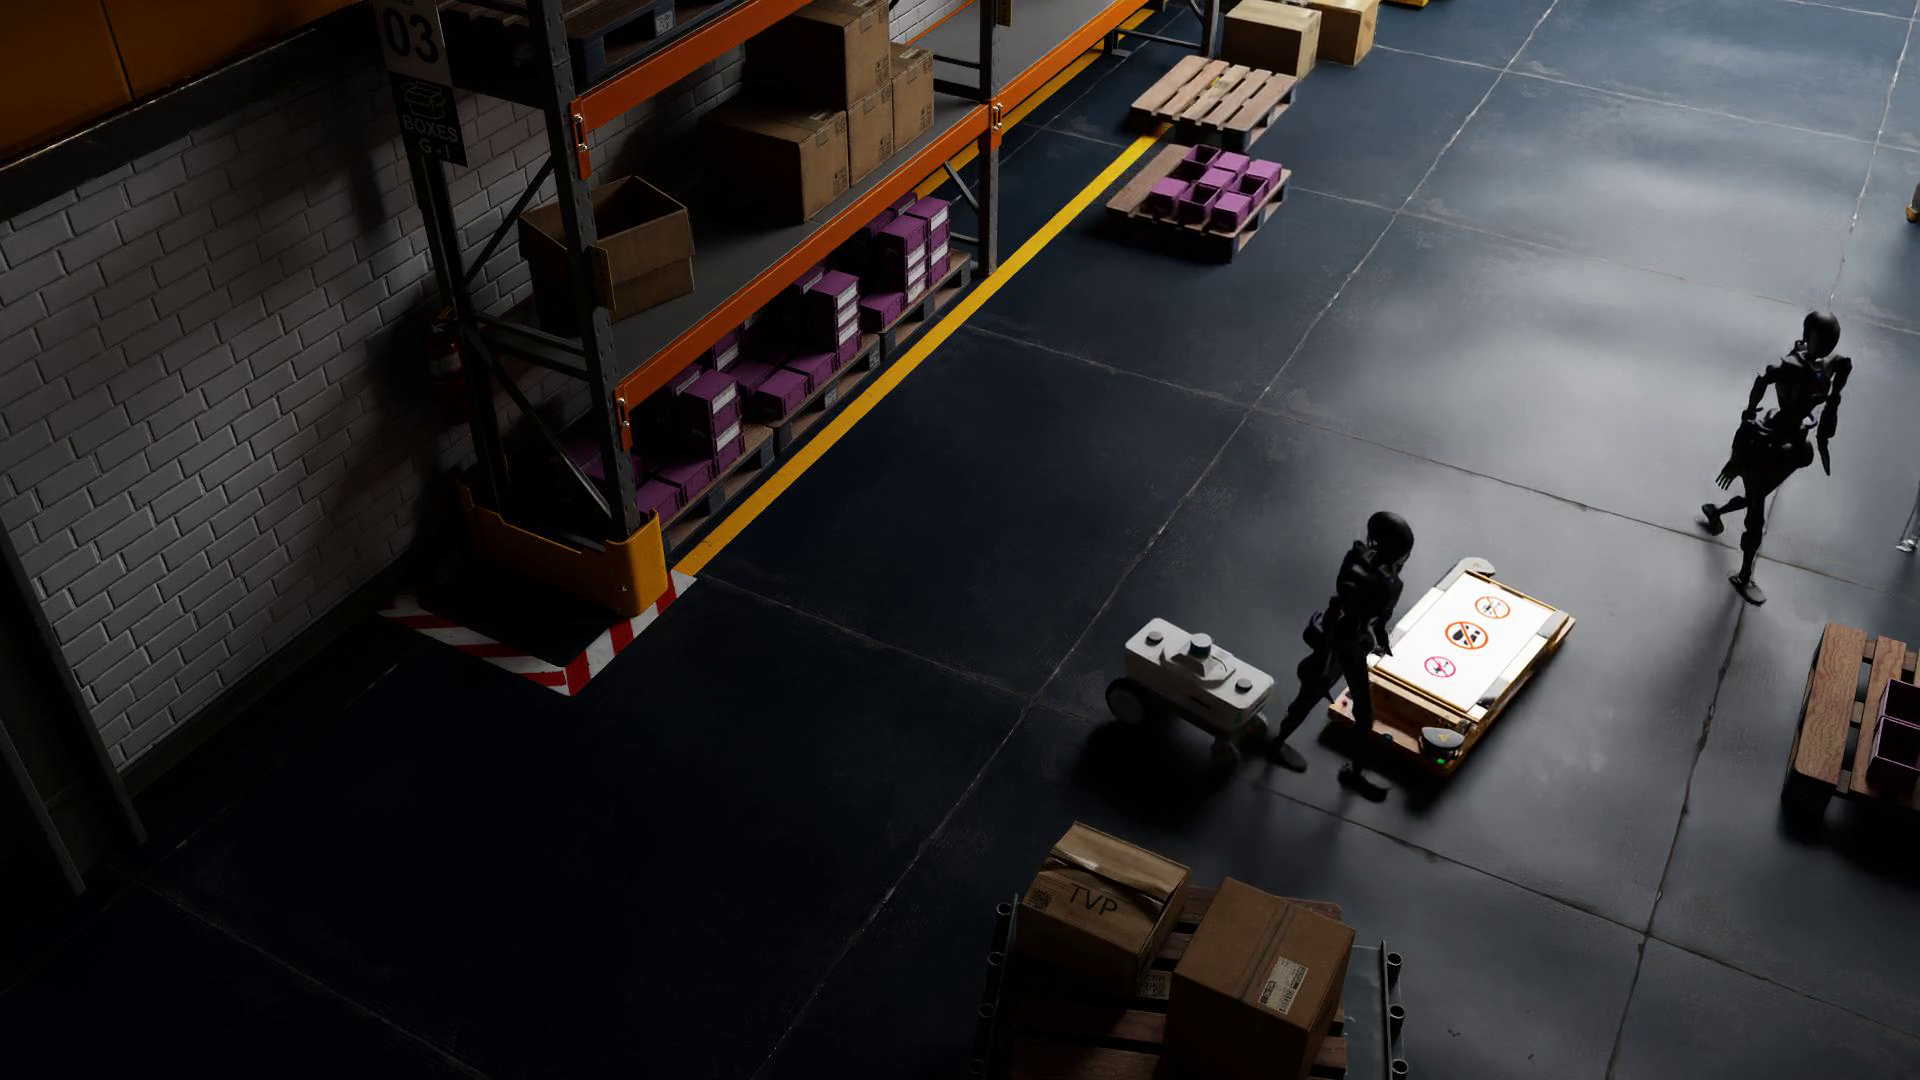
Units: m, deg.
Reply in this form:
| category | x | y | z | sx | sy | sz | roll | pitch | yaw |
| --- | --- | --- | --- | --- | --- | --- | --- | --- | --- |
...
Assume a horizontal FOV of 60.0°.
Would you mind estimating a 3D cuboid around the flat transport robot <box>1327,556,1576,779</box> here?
| category | x | y | z | sx | sy | sz | roll | pitch | yaw |
| --- | --- | --- | --- | --- | --- | --- | --- | --- | --- |
| flat transport robot | 2.525 | 0.612 | 8.454 | 0.659 | 0.231 | 1.431 | 28 | 46 | 30 |

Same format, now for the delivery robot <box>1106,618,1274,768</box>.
| category | x | y | z | sx | sy | sz | roll | pitch | yaw |
| --- | --- | --- | --- | --- | --- | --- | --- | --- | --- |
| delivery robot | 1.141 | 0.699 | 8.109 | 0.777 | 0.585 | 0.499 | 28 | 46 | 30 |

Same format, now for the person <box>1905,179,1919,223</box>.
| category | x | y | z | sx | sy | sz | roll | pitch | yaw |
| --- | --- | --- | --- | --- | --- | --- | --- | --- | --- |
| person | 7.233 | -3.119 | 11.818 | 0.572 | 1.897 | 0.371 | 25 | 45 | 28 |

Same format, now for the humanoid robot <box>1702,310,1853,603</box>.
| category | x | y | z | sx | sy | sz | roll | pitch | yaw |
| --- | --- | --- | --- | --- | --- | --- | --- | --- | --- |
| humanoid robot | 4.309 | -0.518 | 8.795 | 0.612 | 1.652 | 0.776 | -8 | 39 | -9 |

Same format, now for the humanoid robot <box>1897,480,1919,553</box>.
| category | x | y | z | sx | sy | sz | roll | pitch | yaw |
| --- | --- | --- | --- | --- | --- | --- | --- | --- | --- |
| humanoid robot | 5.565 | -0.639 | 8.881 | 0.568 | 1.799 | 0.807 | 15 | 41 | 18 |

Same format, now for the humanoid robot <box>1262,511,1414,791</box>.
| category | x | y | z | sx | sy | sz | roll | pitch | yaw |
| --- | --- | --- | --- | --- | --- | --- | --- | --- | --- |
| humanoid robot | 1.733 | 0.483 | 7.505 | 0.610 | 1.625 | 0.596 | -32 | 48 | -33 |

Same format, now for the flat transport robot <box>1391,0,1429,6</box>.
| category | x | y | z | sx | sy | sz | roll | pitch | yaw |
| --- | --- | --- | --- | --- | --- | --- | --- | --- | --- |
| flat transport robot | 4.409 | -5.545 | 16.151 | 0.659 | 0.231 | 1.431 | 20 | 43 | 23 |
